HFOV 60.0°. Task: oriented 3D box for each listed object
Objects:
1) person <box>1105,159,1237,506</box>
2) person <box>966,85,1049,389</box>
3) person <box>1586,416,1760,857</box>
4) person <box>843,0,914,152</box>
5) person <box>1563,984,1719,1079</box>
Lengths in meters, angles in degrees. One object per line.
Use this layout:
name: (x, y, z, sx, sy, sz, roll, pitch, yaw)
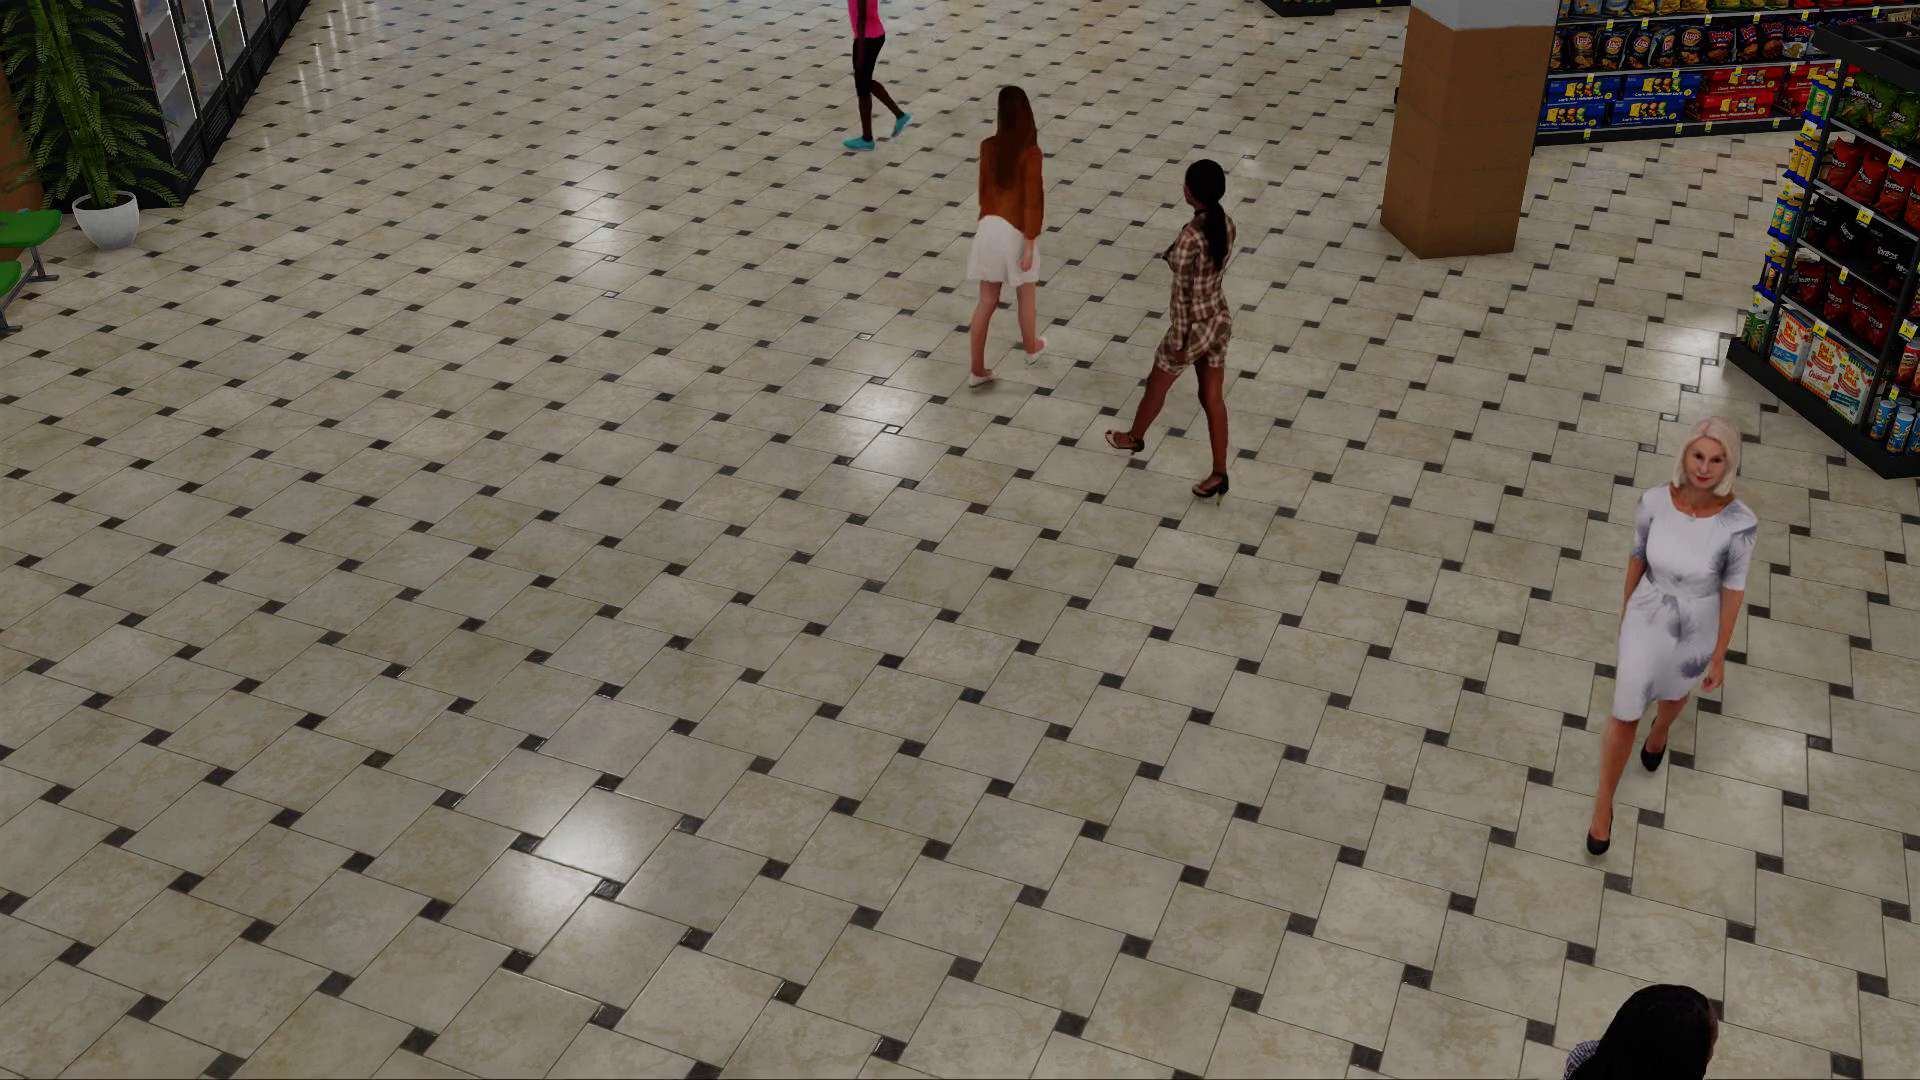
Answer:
person: (1.241, -0.969, 8.241, 1.069, 1.751, 1.019, -26, 40, -35)
person: (0.223, -1.655, 9.420, 0.991, 1.671, 1.038, 23, 38, 32)
person: (2.688, 0.302, 6.241, 1.095, 1.706, 1.079, 16, 35, 24)
person: (-0.634, -3.864, 12.929, 0.879, 1.714, 0.746, 8, 33, 12)
person: (1.443, 1.730, 3.949, 1.008, 1.702, 0.770, -13, 34, -20)
